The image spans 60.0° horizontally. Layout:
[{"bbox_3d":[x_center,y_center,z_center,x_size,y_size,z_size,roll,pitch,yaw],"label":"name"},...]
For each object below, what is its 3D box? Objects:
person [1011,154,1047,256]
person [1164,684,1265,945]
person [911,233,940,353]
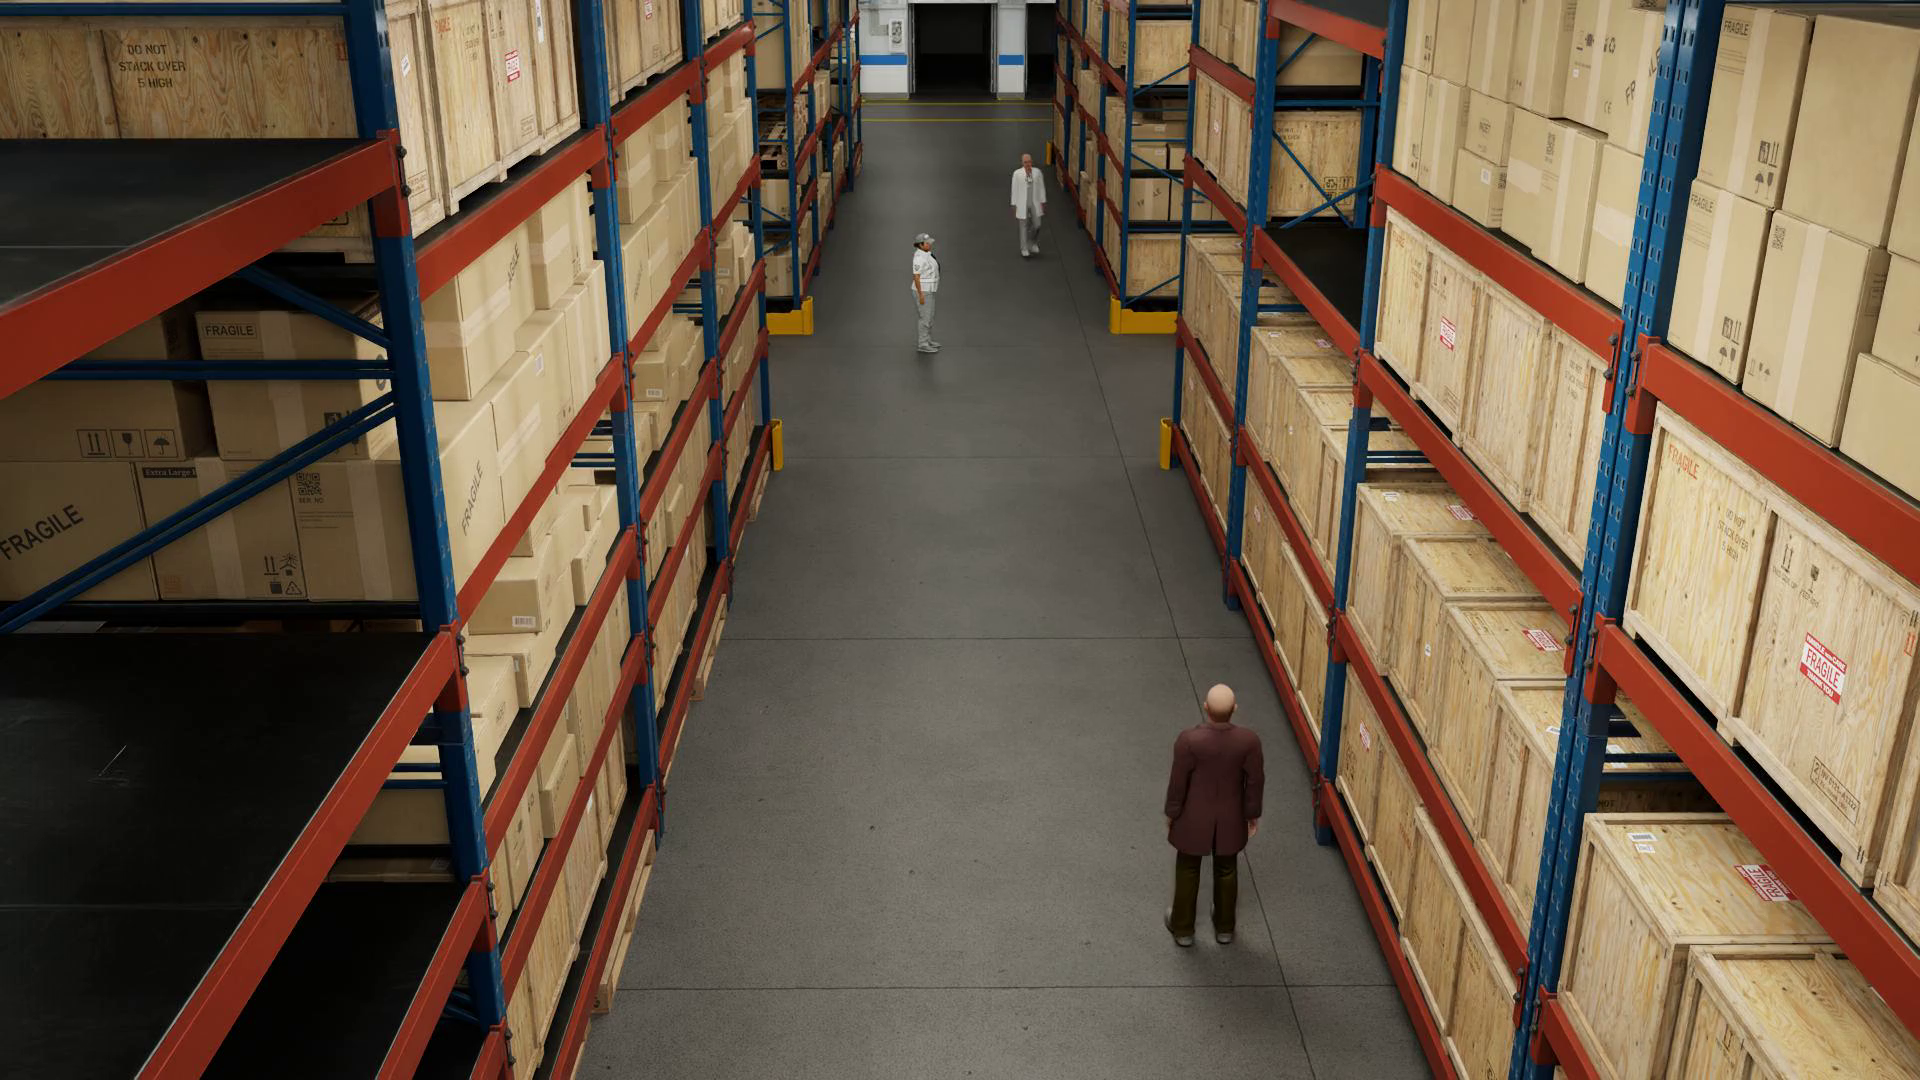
[{"bbox_3d":[1.219,-5.978,29.600,0.633,1.784,0.540,-2,22,-5],"label":"person"},{"bbox_3d":[1.543,1.659,10.257,0.600,1.781,0.436,-1,22,-4],"label":"person"},{"bbox_3d":[-0.487,-3.517,23.574,0.396,1.662,0.462,3,22,7],"label":"person"}]
